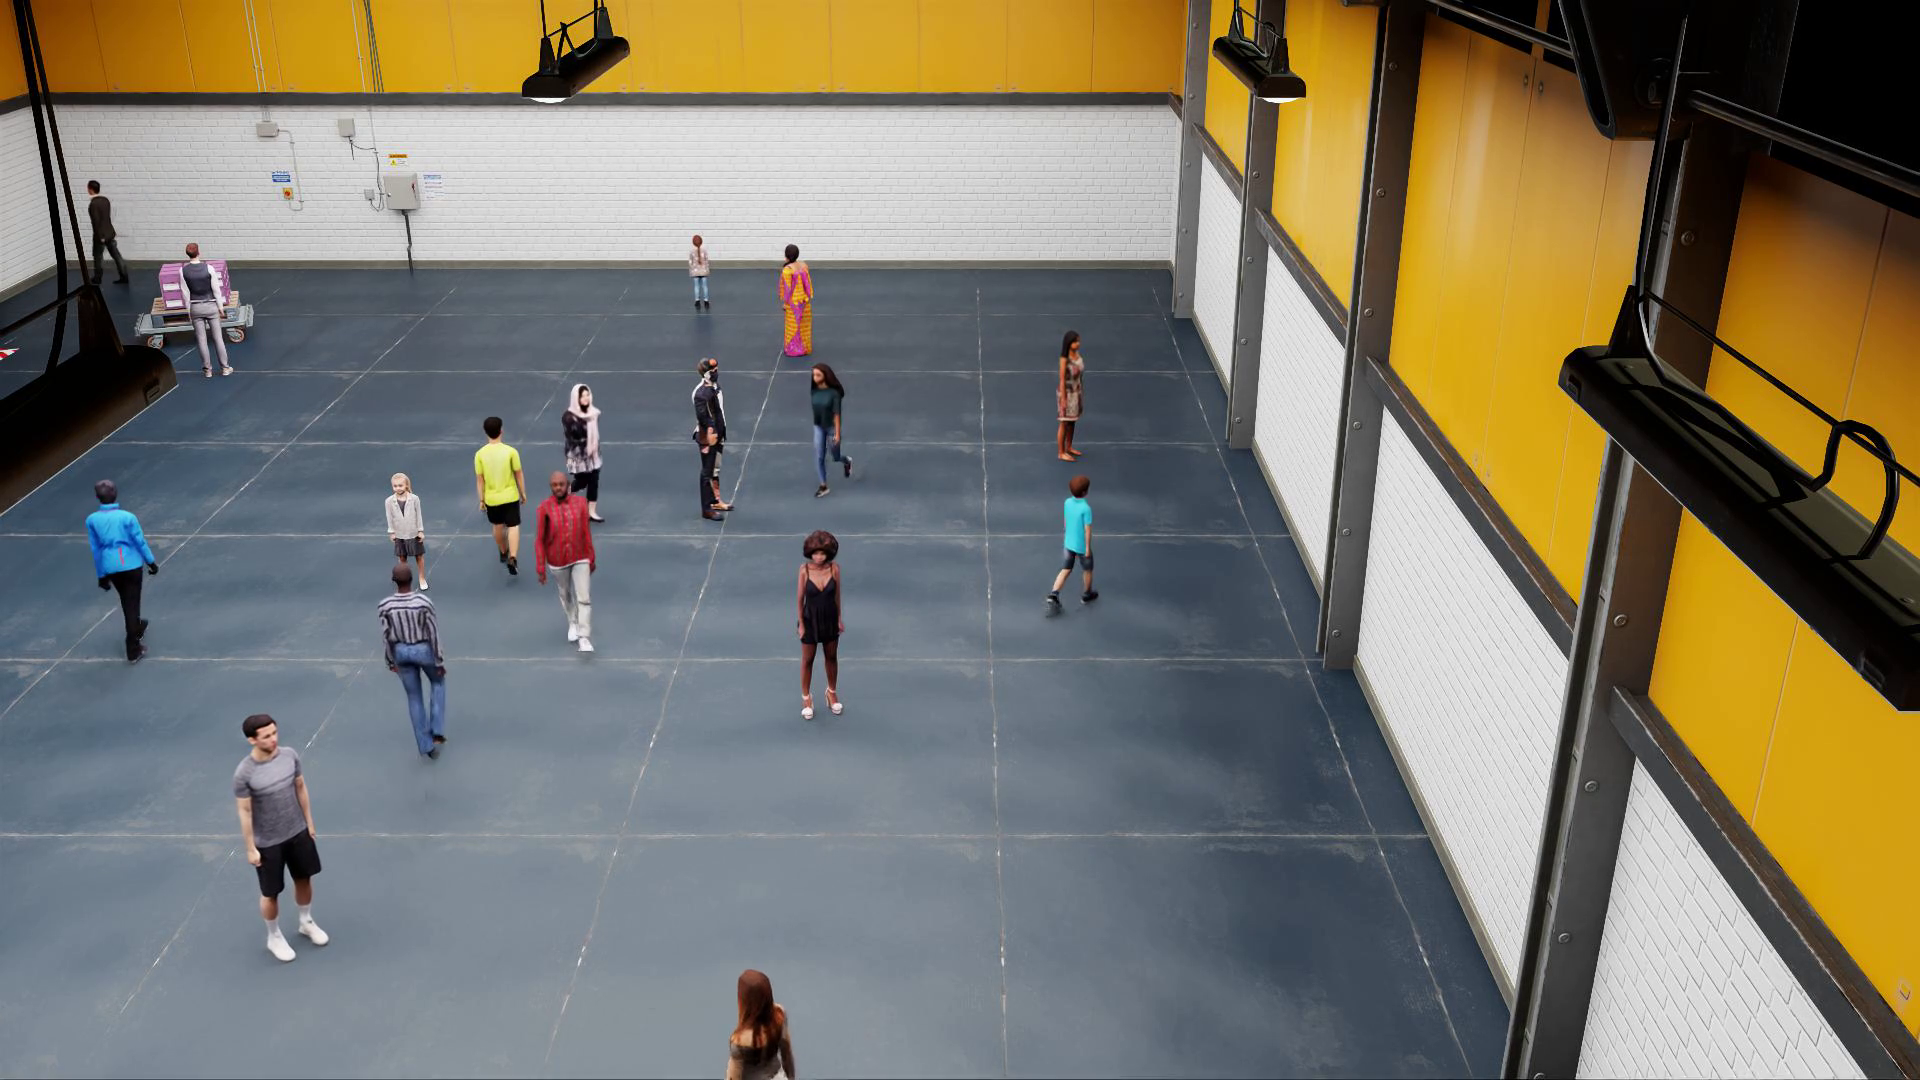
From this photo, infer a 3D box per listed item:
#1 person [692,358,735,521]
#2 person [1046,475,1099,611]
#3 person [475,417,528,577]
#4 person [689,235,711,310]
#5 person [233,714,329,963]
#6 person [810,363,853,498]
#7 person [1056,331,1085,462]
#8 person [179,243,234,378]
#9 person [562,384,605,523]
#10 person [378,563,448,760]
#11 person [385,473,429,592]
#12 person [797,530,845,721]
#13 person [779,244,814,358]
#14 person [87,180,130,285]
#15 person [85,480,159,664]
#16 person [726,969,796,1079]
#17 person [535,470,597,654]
[{"bbox_3d":[-2.843,-1.176,18.935,0.781,1.892,0.604,5,24,12],"label":"person"},{"bbox_3d":[1.131,0.043,16.726,0.890,1.427,0.961,21,31,39],"label":"person"},{"bbox_3d":[-4.828,-0.440,17.511,0.776,1.683,1.109,-4,24,-10],"label":"person"},{"bbox_3d":[-4.247,-4.378,27.137,0.498,1.189,0.497,-3,24,-8],"label":"person"},{"bbox_3d":[-4.772,2.037,11.618,0.796,1.865,0.716,19,30,37],"label":"person"},{"bbox_3d":[-1.526,-1.325,19.643,0.820,1.597,1.001,12,26,25],"label":"person"},{"bbox_3d":[1.358,-1.818,20.708,0.789,1.648,0.661,14,27,28],"label":"person"},{"bbox_3d":[-10.783,-3.298,23.731,0.719,1.938,0.675,-7,25,-15],"label":"person"},{"bbox_3d":[-4.319,-0.997,18.859,0.922,1.625,0.868,20,31,38],"label":"person"},{"bbox_3d":[-4.571,1.063,13.952,0.700,1.780,0.687,-3,24,-7],"label":"person"},{"bbox_3d":[-5.728,-0.091,17.223,0.554,1.275,0.571,-5,24,-11],"label":"person"},{"bbox_3d":[-1.241,0.734,14.695,0.635,1.787,0.644,-7,25,-17],"label":"person"},{"bbox_3d":[-2.469,-3.590,24.720,0.838,1.681,0.765,16,28,32],"label":"person"},{"bbox_3d":[-14.486,-5.210,28.302,0.851,1.779,0.955,4,24,9],"label":"person"},{"bbox_3d":[-7.917,0.322,15.658,0.600,1.771,0.926,0,24,1],"label":"person"},{"bbox_3d":[-1.028,3.155,9.257,0.984,1.707,0.993,15,28,31],"label":"person"},{"bbox_3d":[-3.782,0.155,16.020,0.883,1.788,1.184,-6,24,-13],"label":"person"}]
